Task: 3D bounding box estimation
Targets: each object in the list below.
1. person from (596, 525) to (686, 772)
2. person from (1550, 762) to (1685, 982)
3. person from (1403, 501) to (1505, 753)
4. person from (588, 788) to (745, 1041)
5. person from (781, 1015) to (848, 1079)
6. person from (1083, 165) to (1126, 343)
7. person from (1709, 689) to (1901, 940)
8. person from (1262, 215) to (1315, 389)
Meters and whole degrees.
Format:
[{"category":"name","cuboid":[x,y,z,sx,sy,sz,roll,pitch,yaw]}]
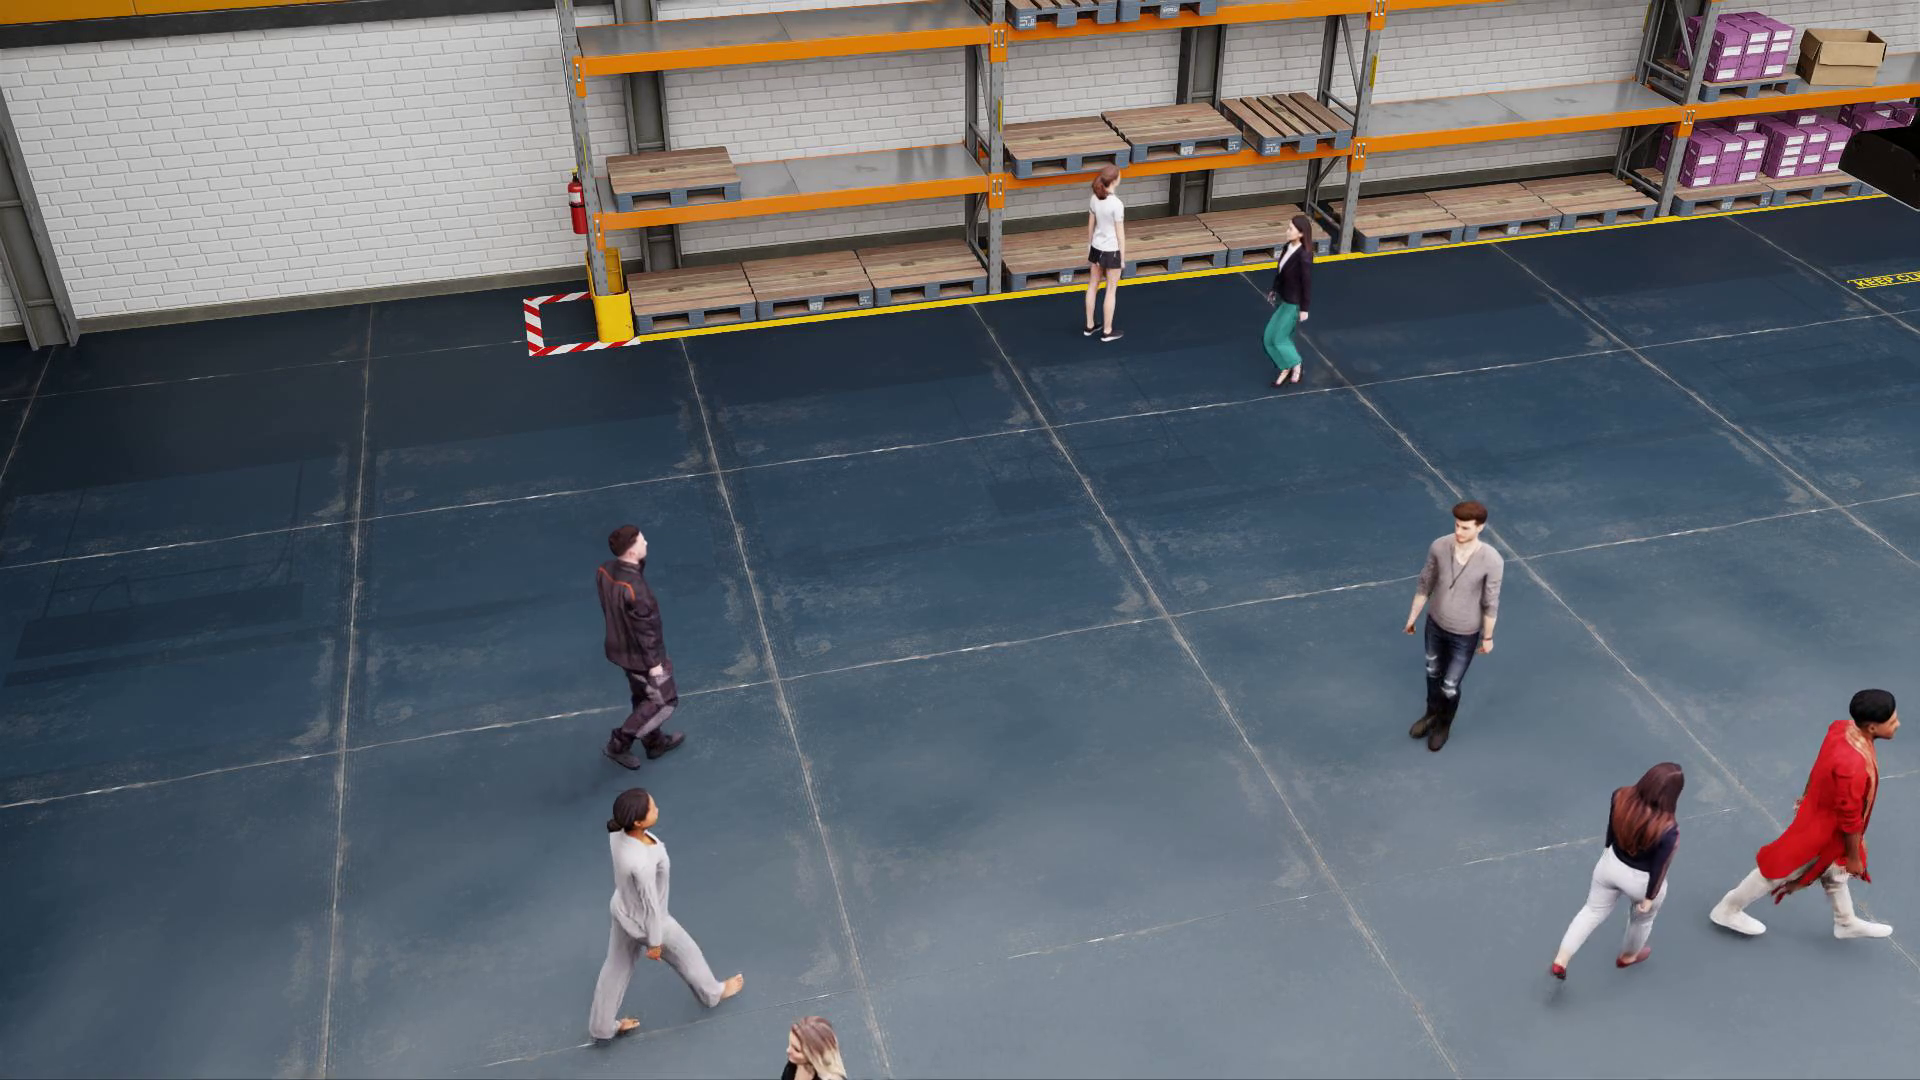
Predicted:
[{"category":"person","cuboid":[-2.149,0.729,10.760,0.994,1.847,0.896,-22,40,-30]},{"category":"person","cuboid":[3.679,1.888,9.251,1.068,1.586,0.818,-21,39,-29]},{"category":"person","cuboid":[3.315,0.531,11.020,0.818,1.888,0.821,28,43,35]},{"category":"person","cuboid":[-1.777,2.042,8.922,1.206,1.694,0.890,-19,38,-26]},{"category":"person","cuboid":[-0.554,2.805,7.823,1.184,1.640,0.816,-17,37,-24]},{"category":"person","cuboid":[1.408,-2.786,16.135,0.660,1.750,0.688,26,42,34]},{"category":"person","cuboid":[4.796,1.604,9.460,1.302,1.828,1.148,12,36,18]},{"category":"person","cuboid":[3.088,-2.156,15.209,0.709,1.726,0.623,-7,34,-10]}]
